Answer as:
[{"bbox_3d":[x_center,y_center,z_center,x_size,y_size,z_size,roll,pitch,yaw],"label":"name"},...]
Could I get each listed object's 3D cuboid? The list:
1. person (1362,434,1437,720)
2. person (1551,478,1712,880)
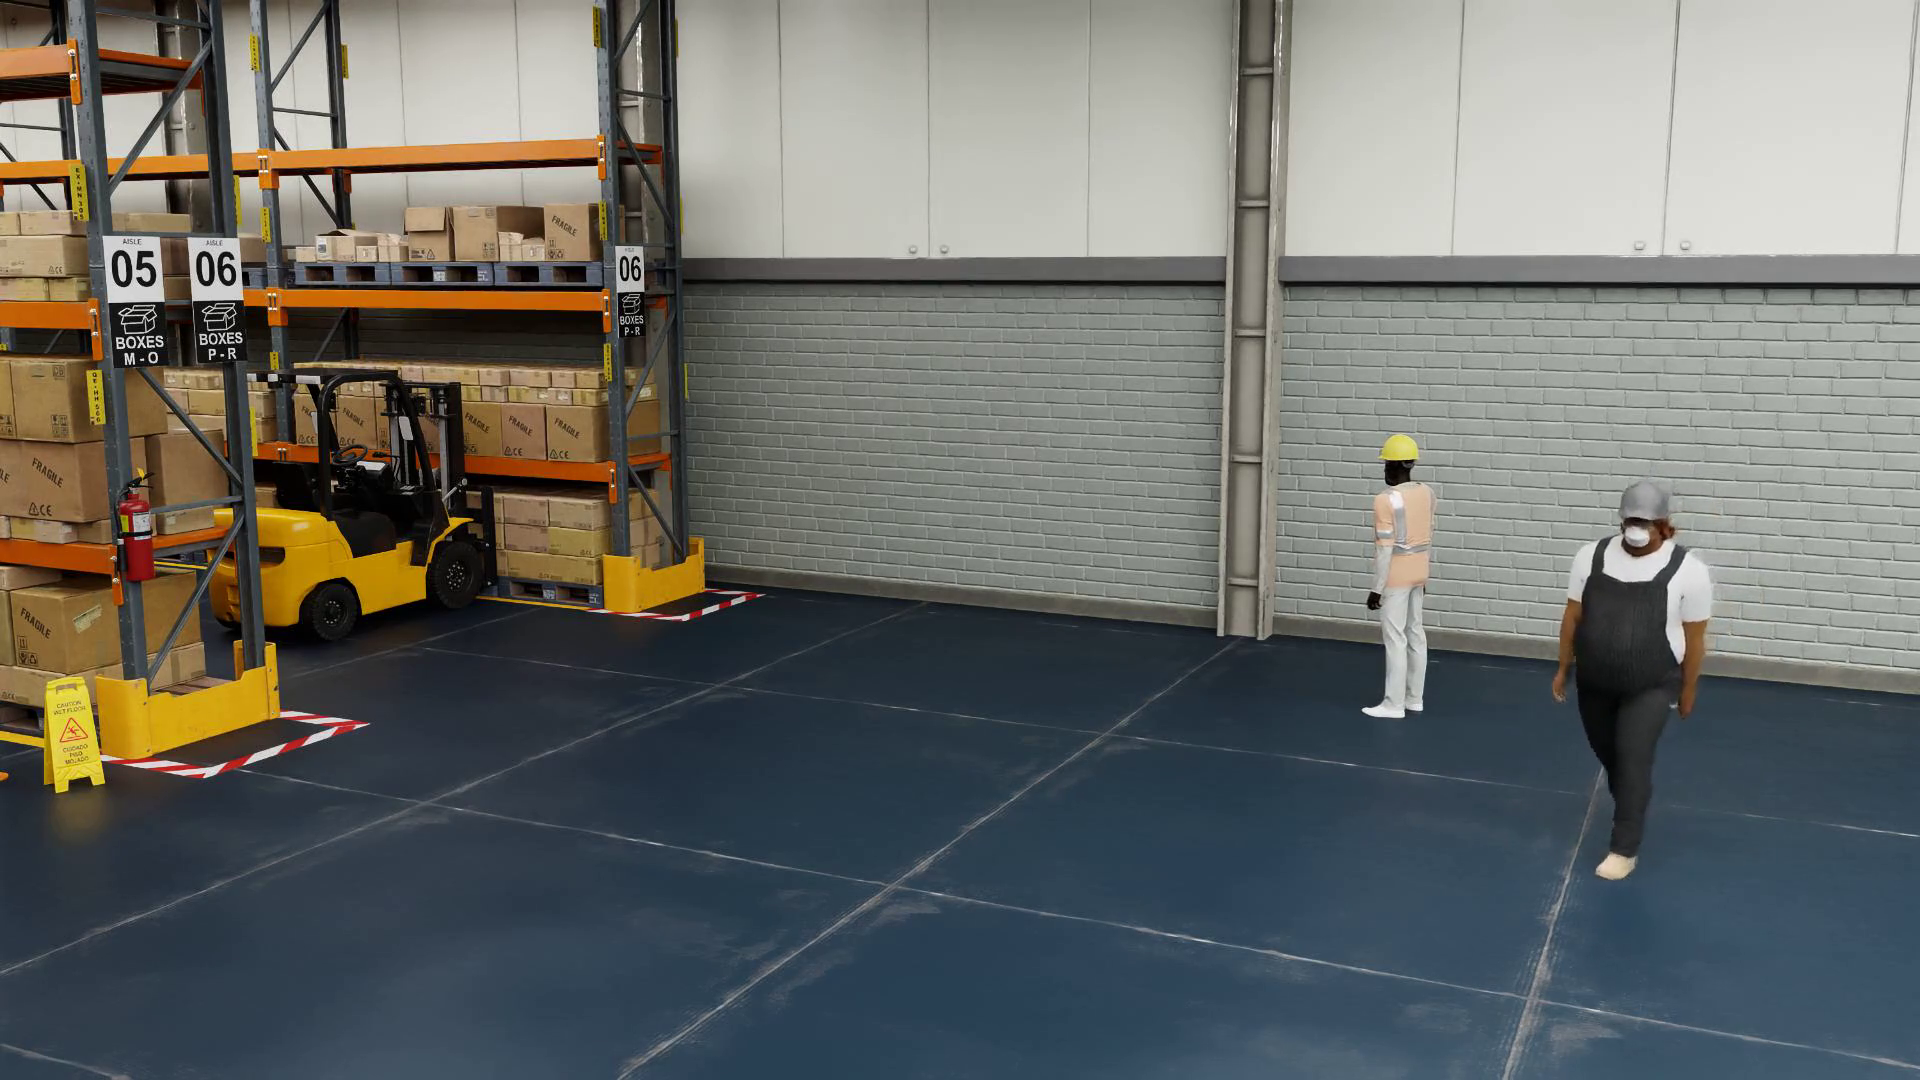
[{"bbox_3d":[2.956,0.252,11.225,0.589,1.928,0.384,-8,12,-39],"label":"person"},{"bbox_3d":[3.469,0.629,8.570,0.685,2.000,0.959,9,13,43],"label":"person"}]
